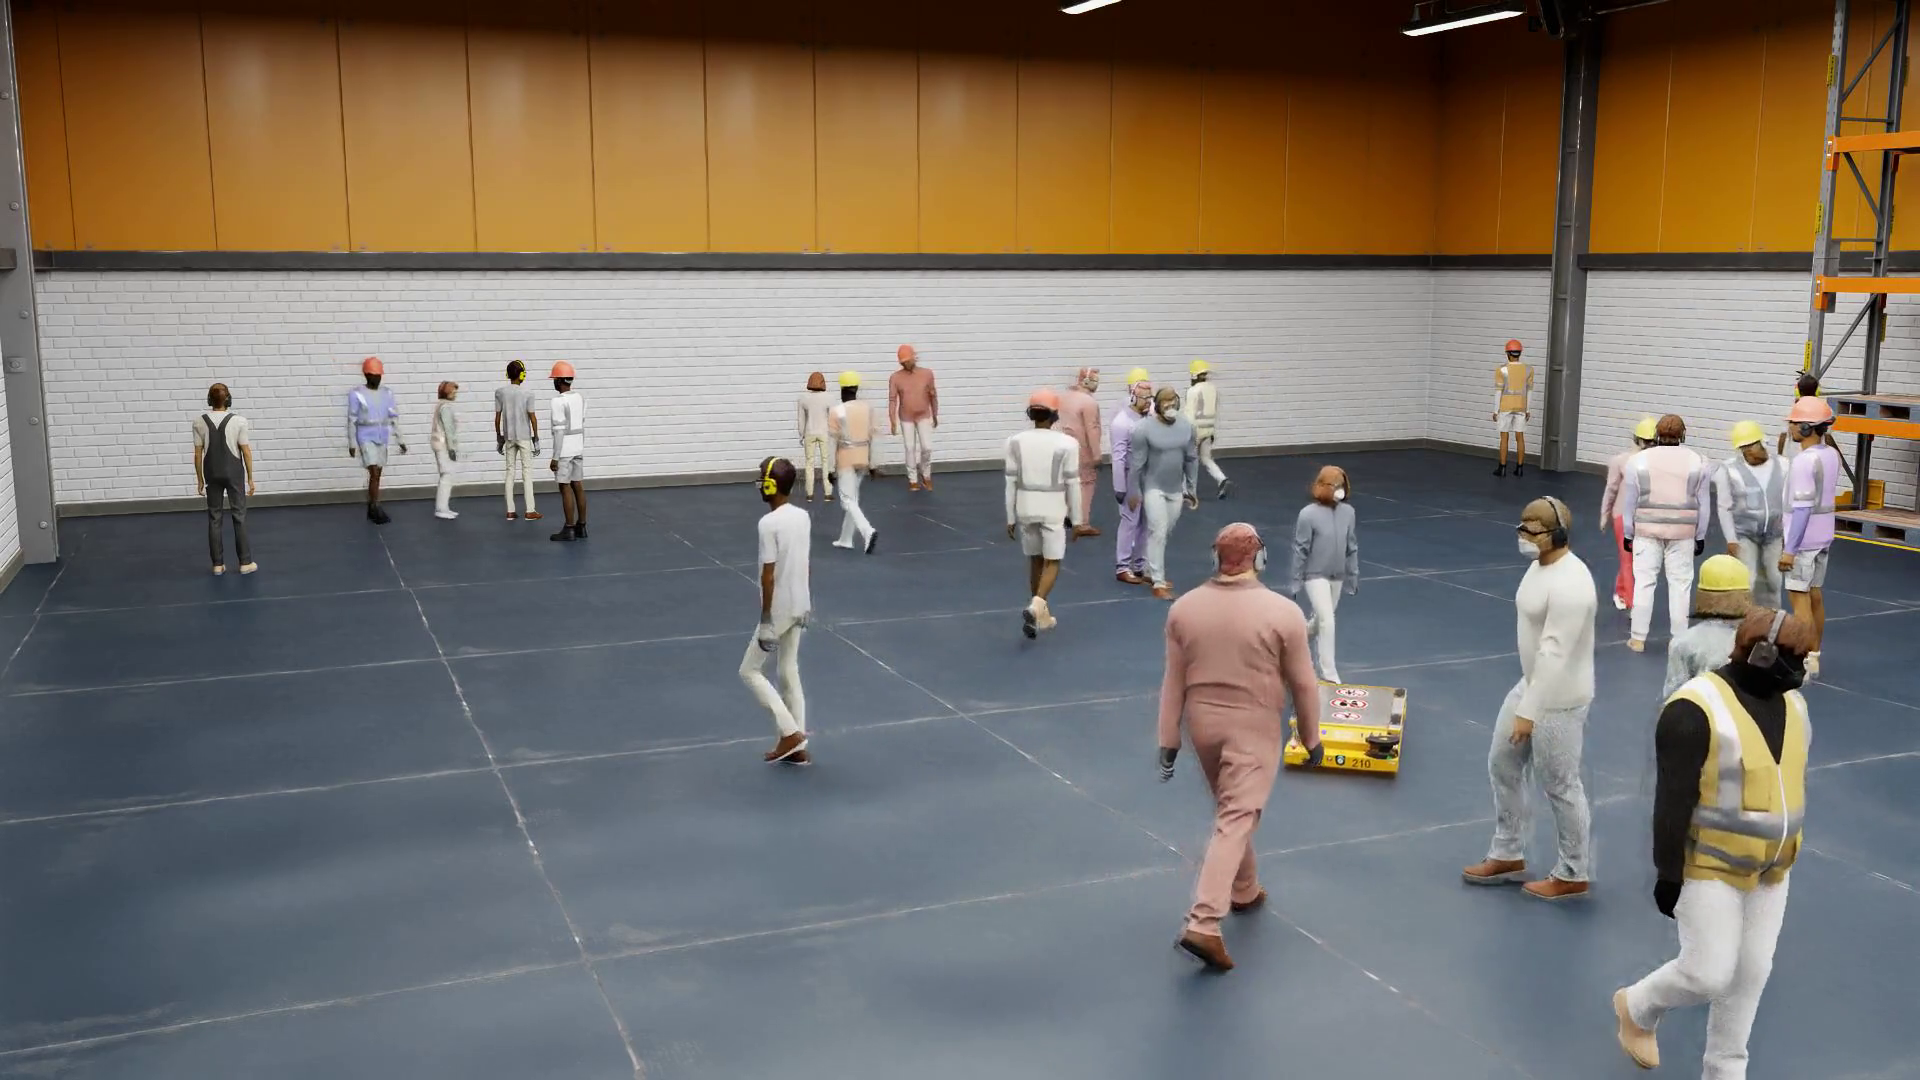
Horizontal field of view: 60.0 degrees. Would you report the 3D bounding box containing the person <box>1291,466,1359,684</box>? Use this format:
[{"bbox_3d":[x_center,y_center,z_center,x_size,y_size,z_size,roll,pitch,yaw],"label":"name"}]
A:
[{"bbox_3d":[2.506,0.261,11.611,0.511,1.604,0.805,-6,11,-31],"label":"person"}]

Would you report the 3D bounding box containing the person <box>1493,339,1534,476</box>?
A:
[{"bbox_3d":[7.761,-1.855,23.392,0.544,1.938,0.355,0,9,-2],"label":"person"}]

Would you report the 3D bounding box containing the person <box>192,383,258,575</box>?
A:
[{"bbox_3d":[-7.057,-0.582,15.963,0.517,1.843,0.325,-2,10,-11],"label":"person"}]

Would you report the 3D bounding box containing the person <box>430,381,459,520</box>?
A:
[{"bbox_3d":[-6.018,-1.053,19.462,0.362,1.628,0.584,-3,10,-15],"label":"person"}]

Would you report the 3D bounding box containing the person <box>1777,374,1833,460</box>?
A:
[{"bbox_3d":[8.709,-0.780,17.146,0.537,1.852,0.579,5,10,26],"label":"person"}]

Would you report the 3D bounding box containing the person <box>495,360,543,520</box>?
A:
[{"bbox_3d":[-5.148,-1.157,19.381,0.532,1.867,0.311,1,9,8],"label":"person"}]

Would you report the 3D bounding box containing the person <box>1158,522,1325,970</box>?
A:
[{"bbox_3d":[1.177,0.869,7.257,0.657,1.861,1.044,7,12,37],"label":"person"}]

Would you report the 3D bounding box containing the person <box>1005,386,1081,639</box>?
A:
[{"bbox_3d":[0.634,-0.204,13.179,0.613,2.018,0.838,3,10,20],"label":"person"}]

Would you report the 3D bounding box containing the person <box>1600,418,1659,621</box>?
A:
[{"bbox_3d":[5.703,-0.189,14.004,0.543,1.693,0.955,0,9,2],"label":"person"}]

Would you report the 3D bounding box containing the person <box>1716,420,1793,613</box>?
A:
[{"bbox_3d":[6.177,-0.047,12.904,0.613,1.787,0.408,0,9,2],"label":"person"}]

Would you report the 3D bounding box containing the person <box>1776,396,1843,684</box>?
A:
[{"bbox_3d":[5.987,0.001,11.825,0.605,2.045,0.383,-9,13,-43],"label":"person"}]

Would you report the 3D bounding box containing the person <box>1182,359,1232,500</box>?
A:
[{"bbox_3d":[3.047,-1.366,20.837,0.596,1.807,0.735,-9,13,-43],"label":"person"}]

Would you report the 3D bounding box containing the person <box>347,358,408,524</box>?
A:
[{"bbox_3d":[-6.698,-1.141,19.165,0.845,1.903,0.556,8,12,39],"label":"person"}]

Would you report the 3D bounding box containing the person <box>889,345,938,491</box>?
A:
[{"bbox_3d":[-0.607,-1.580,21.736,0.644,1.936,0.628,-1,9,-4],"label":"person"}]

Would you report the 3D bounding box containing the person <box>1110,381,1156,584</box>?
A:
[{"bbox_3d":[1.675,-0.544,15.585,0.399,1.898,0.661,8,12,40],"label":"person"}]

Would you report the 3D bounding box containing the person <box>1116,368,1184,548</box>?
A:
[{"bbox_3d":[2.018,-0.876,17.653,0.700,1.865,0.978,8,12,41],"label":"person"}]

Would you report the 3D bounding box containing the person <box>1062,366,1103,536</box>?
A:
[{"bbox_3d":[1.371,-0.964,18.168,0.439,1.884,0.689,-3,10,-20],"label":"person"}]

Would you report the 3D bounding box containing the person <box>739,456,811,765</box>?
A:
[{"bbox_3d":[-1.080,0.429,9.813,0.404,1.851,0.549,5,10,26],"label":"person"}]

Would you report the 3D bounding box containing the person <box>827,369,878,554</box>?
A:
[{"bbox_3d":[-1.088,-0.807,17.167,0.591,1.904,0.817,-8,12,-39],"label":"person"}]

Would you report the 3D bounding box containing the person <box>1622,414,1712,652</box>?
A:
[{"bbox_3d":[5.383,-0.046,12.724,0.626,1.844,0.429,3,10,18],"label":"person"}]

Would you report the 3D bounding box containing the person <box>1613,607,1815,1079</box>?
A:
[{"bbox_3d":[2.645,1.113,5.799,0.642,1.808,0.540,-4,10,-20],"label":"person"}]

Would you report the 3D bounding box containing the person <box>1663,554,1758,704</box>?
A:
[{"bbox_3d":[3.318,0.916,7.269,0.499,1.701,0.736,2,10,9],"label":"person"}]

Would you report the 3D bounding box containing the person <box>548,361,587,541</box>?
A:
[{"bbox_3d":[-4.249,-0.952,17.923,0.357,1.936,0.551,3,10,19],"label":"person"}]

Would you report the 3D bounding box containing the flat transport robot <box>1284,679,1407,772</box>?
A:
[{"bbox_3d":[2.420,1.130,10.347,0.652,0.197,1.431,3,10,17],"label":"flat transport robot"}]

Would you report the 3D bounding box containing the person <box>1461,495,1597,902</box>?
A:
[{"bbox_3d":[2.672,0.745,7.685,0.624,1.912,0.641,0,9,1],"label":"person"}]

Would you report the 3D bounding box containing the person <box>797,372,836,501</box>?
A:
[{"bbox_3d":[-1.791,-1.299,20.942,0.497,1.633,0.285,1,9,4],"label":"person"}]

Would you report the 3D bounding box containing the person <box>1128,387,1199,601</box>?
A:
[{"bbox_3d":[1.785,-0.435,14.960,0.650,1.903,0.730,-5,10,-26],"label":"person"}]
